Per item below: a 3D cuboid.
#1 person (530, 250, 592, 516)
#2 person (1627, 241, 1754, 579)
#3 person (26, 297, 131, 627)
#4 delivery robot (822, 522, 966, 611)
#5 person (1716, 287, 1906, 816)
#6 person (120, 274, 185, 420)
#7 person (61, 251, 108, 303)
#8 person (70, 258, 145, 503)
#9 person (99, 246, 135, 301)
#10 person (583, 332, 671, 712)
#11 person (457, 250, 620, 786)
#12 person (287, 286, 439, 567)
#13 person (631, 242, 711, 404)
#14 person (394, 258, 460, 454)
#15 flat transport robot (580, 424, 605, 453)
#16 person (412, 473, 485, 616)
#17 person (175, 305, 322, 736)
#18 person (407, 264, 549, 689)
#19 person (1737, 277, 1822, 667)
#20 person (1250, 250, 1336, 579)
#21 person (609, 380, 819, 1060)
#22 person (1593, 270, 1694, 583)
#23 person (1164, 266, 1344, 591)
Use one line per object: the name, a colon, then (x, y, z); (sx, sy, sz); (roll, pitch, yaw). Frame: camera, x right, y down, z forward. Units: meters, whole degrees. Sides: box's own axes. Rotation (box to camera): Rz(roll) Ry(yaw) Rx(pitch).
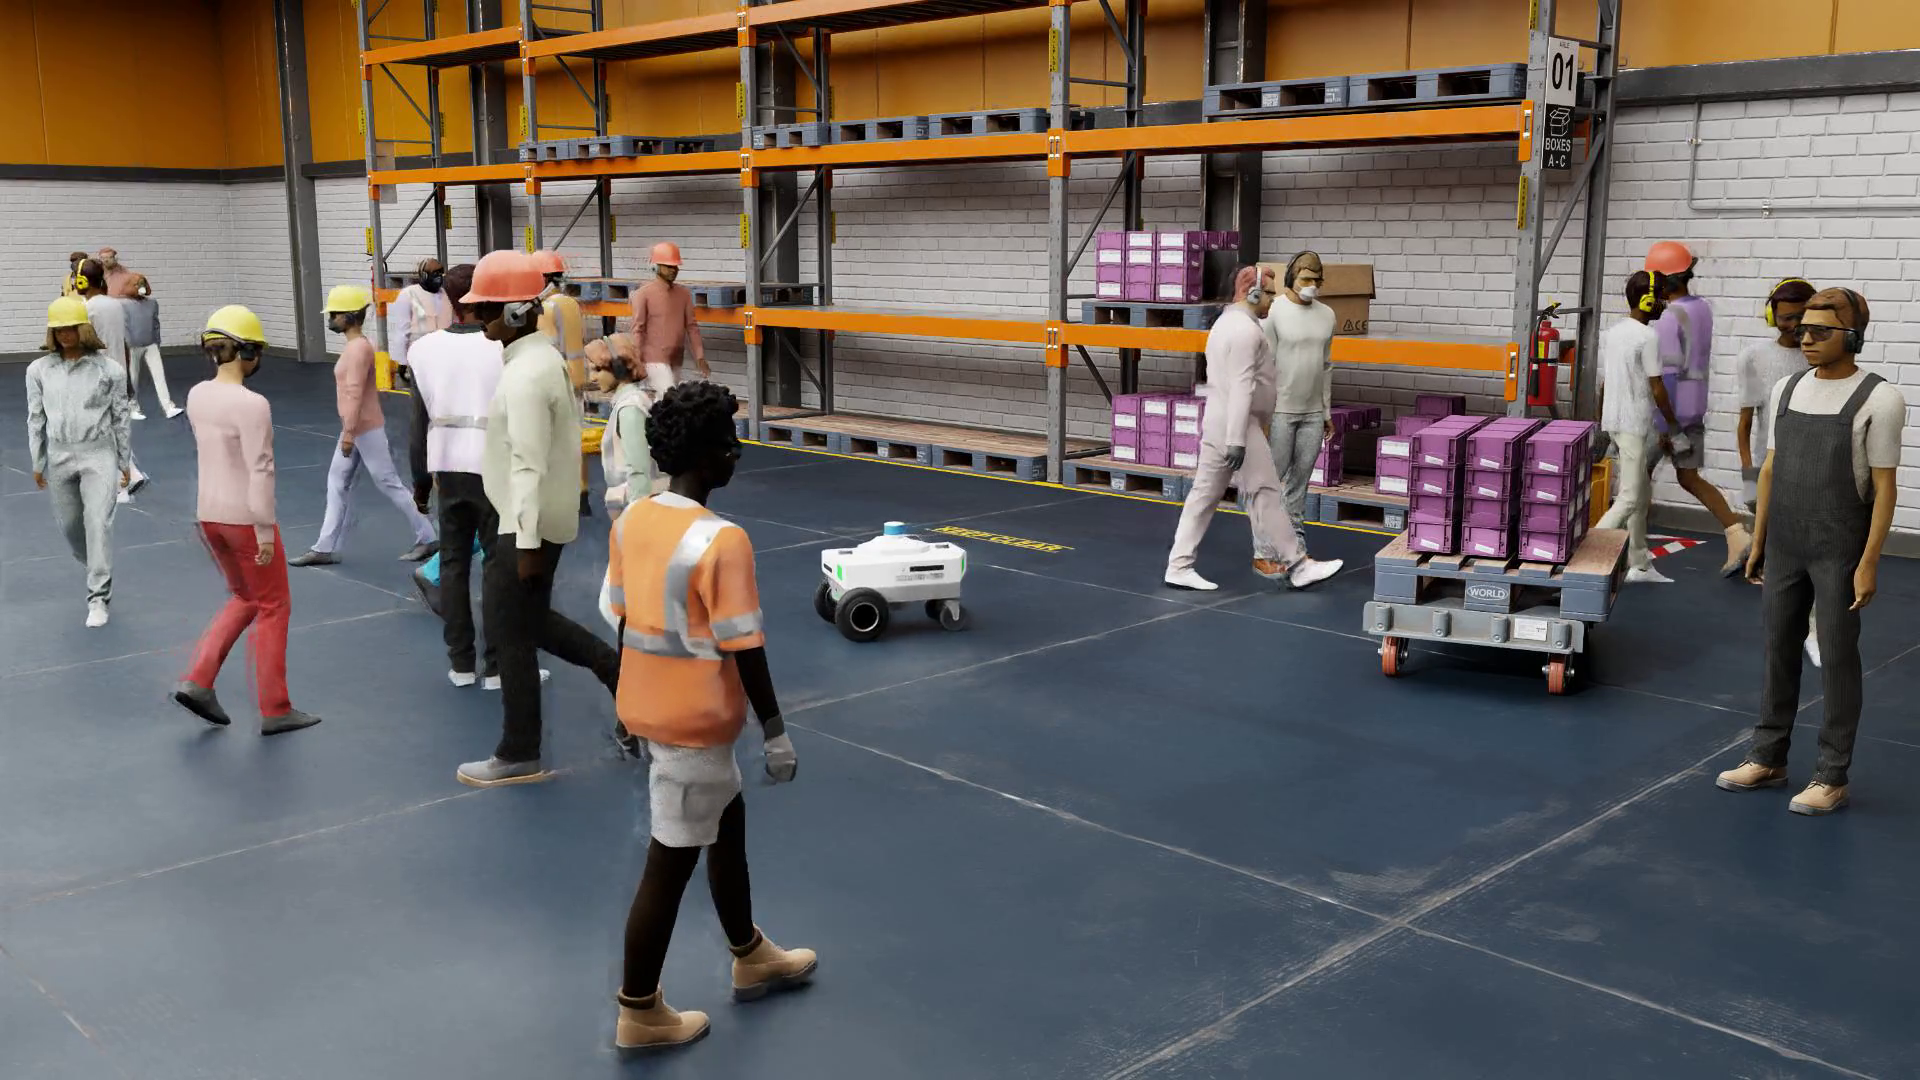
person: (-2.928, -1.106, 11.938); (0.589, 1.914, 0.551); (3, 11, 18)
person: (4.282, -0.749, 9.791); (0.635, 1.999, 0.936); (-8, 13, -38)
person: (-4.676, -0.445, 8.880); (0.492, 1.711, 0.839); (-2, 11, -12)
delivery robot: (-0.335, 0.151, 8.519); (0.707, 0.478, 0.477); (-4, 11, -19)
person: (3.014, 0.039, 5.866); (0.345, 1.846, 0.506); (-5, 12, -27)
person: (-8.875, -2.092, 18.138); (0.817, 1.591, 0.530); (7, 12, 32)
person: (-11.457, -2.874, 21.842); (0.628, 1.822, 0.752); (2, 11, 13)
person: (-6.476, -1.188, 12.534); (0.402, 1.854, 0.555); (1, 10, 7)
person: (-11.663, -3.111, 22.958); (0.696, 1.878, 0.645); (-4, 11, -19)
person: (-1.364, -0.053, 6.961); (0.379, 1.619, 0.542); (-1, 10, -8)
person: (-1.501, -0.072, 6.111); (0.684, 1.972, 0.628); (-1, 10, -6)
person: (-3.655, -0.692, 10.188); (0.897, 1.722, 0.536); (-5, 11, -24)
person: (-2.383, -1.498, 13.947); (0.883, 1.954, 0.612); (6, 12, 31)
person: (-4.707, -1.627, 15.042); (0.824, 1.806, 0.653); (7, 13, 35)
flat transport robot: (-3.817, -0.996, 15.807); (1.431, 0.197, 0.652); (10, 14, 43)
person: (-2.515, -0.430, 8.522); (0.830, 1.815, 0.566); (3, 11, 18)
person: (-2.945, -0.075, 6.759); (0.540, 1.744, 0.493); (7, 13, 34)
person: (-2.108, -0.268, 7.418); (0.758, 1.899, 0.407); (2, 11, 11)
person: (3.913, -0.312, 7.807); (0.560, 1.831, 0.494); (3, 11, 18)
person: (1.983, -0.743, 9.897); (0.627, 1.933, 0.374); (-6, 12, -31)
person: (-0.576, 0.436, 4.162); (0.752, 1.661, 0.546); (-7, 13, -34)
person: (3.828, -0.604, 9.485); (0.725, 1.841, 0.494); (0, 10, -1)
person: (1.644, -0.612, 9.410); (1.025, 1.843, 0.655); (-1, 10, -6)
